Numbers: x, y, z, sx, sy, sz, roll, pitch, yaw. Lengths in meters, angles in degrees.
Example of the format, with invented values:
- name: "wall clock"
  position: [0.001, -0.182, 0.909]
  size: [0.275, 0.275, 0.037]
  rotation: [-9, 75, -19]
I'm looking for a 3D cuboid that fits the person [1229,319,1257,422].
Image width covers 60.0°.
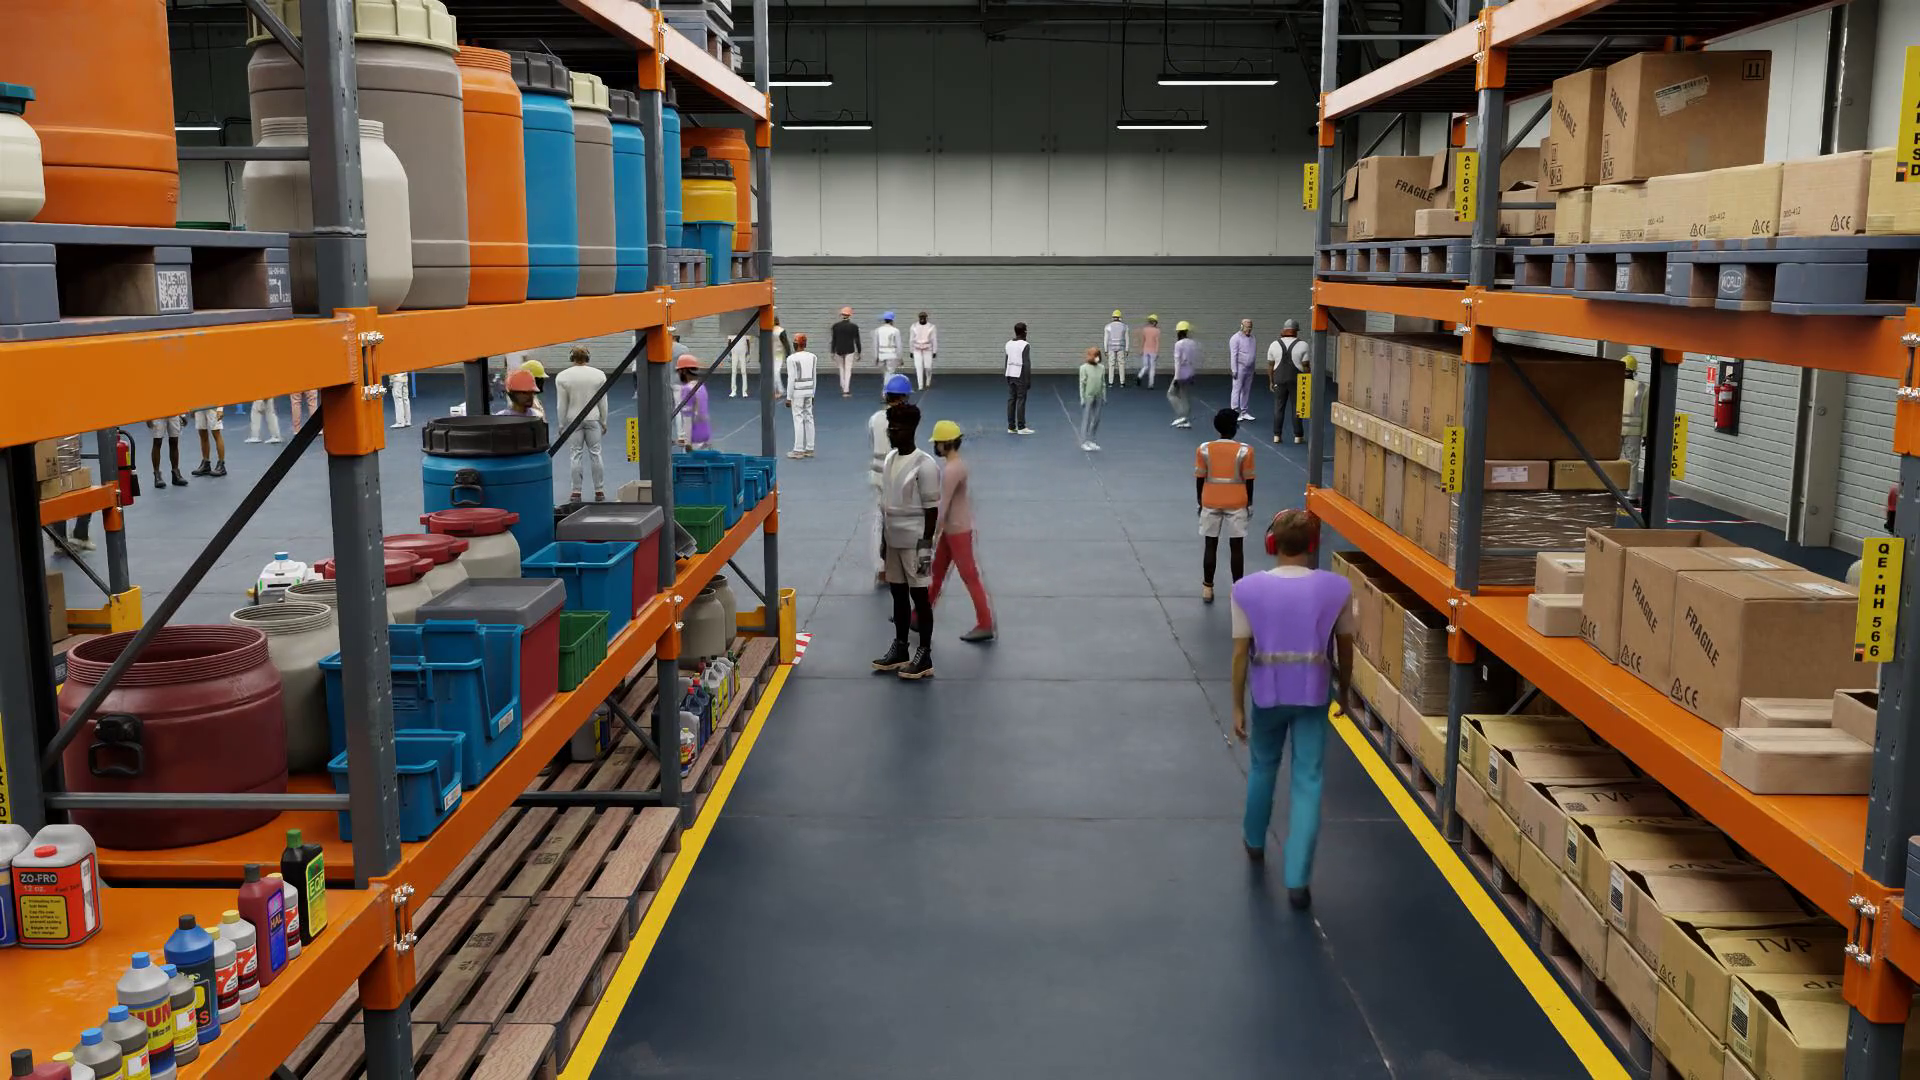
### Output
- name: "person"
  position: [5.330, -3.183, 31.133]
  size: [0.636, 1.902, 0.406]
  rotation: [-8, 12, -40]

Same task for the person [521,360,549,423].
- name: "person"
  position: [-4.500, -0.934, 17.577]
  size: [0.367, 1.926, 0.594]
  rotation: [-2, 10, -12]

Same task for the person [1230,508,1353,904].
- name: "person"
  position: [1.565, 0.742, 7.919]
  size: [0.578, 1.804, 0.836]
  rotation: [2, 10, 9]

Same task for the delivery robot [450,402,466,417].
- name: "delivery robot"
  position: [-8.722, -2.285, 29.621]
  size: [0.477, 0.478, 0.707]
  rotation: [6, 11, 30]

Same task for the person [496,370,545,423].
- name: "person"
  position: [-3.931, -0.537, 15.035]
  size: [1.089, 1.980, 0.633]
  rotation: [7, 12, 35]

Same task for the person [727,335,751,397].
- name: "person"
  position: [-4.872, -4.082, 36.608]
  size: [0.526, 1.871, 0.324]
  rotation: [0, 9, 0]

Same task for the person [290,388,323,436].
- name: "person"
  position: [-11.231, -2.733, 28.421]
  size: [0.652, 1.906, 0.403]
  rotation: [-3, 10, -15]

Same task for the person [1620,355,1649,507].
- name: "person"
  position: [8.057, -1.323, 20.190]
  size: [0.591, 1.834, 0.404]
  rotation: [5, 11, 29]

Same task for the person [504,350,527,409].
- name: "person"
  position: [-8.148, -3.073, 30.657]
  size: [0.527, 1.844, 0.795]
  rotation: [2, 10, 11]

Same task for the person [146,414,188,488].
- name: "person"
  position: [-10.506, -1.679, 22.005]
  size: [0.362, 1.939, 0.542]
  rotation: [8, 12, 39]

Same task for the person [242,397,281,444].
- name: "person"
  position: [-11.427, -2.364, 27.047]
  size: [0.665, 1.614, 0.528]
  rotation: [-2, 10, -14]

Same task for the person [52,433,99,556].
- name: "person"
  position: [-9.020, -0.760, 16.855]
  size: [0.515, 1.825, 0.514]
  rotation: [4, 10, 23]

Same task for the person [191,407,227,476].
- name: "person"
  position: [-10.450, -1.851, 23.038]
  size: [0.548, 1.937, 0.379]
  rotation: [3, 10, 19]

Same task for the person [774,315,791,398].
- name: "person"
  position: [-3.979, -4.030, 36.516]
  size: [0.675, 1.791, 0.900]
  rotation: [7, 12, 35]

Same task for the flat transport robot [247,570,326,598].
- name: "flat transport robot"
  position: [-5.521, 0.375, 14.819]
  size: [1.431, 0.197, 0.652]
  rotation: [-7, 12, -37]

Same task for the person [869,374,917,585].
- name: "person"
  position: [-0.521, -0.562, 15.339]
  size: [0.686, 1.924, 0.645]
  rotation: [-9, 13, -44]

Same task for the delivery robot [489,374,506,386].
- name: "delivery robot"
  position: [-10.014, -3.481, 36.011]
  size: [0.335, 0.223, 0.698]
  rotation: [-5, 11, -29]

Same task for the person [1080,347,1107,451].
- name: "person"
  position: [2.102, -2.243, 26.304]
  size: [0.504, 1.633, 0.280]
  rotation: [-6, 11, -33]

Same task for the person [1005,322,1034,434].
- name: "person"
  position: [1.004, -2.806, 28.816]
  size: [0.398, 1.920, 0.590]
  rotation: [-7, 12, -37]

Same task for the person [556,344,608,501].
- name: "person"
  position: [-4.689, -1.457, 20.675]
  size: [0.627, 1.940, 0.371]
  rotation: [-3, 10, -19]

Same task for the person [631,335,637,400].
- name: "person"
  position: [-6.827, -3.830, 35.620]
  size: [0.546, 1.674, 0.683]
  rotation: [2, 10, 10]

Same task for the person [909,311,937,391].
- name: "person"
  position: [-0.865, -4.394, 38.608]
  size: [0.630, 1.828, 0.516]
  rotation: [1, 9, 4]

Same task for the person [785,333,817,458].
- name: "person"
  position: [-2.416, -2.194, 25.260]
  size: [0.356, 1.883, 0.574]
  rotation: [8, 12, 39]

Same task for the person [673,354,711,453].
- name: "person"
  position: [-3.019, -1.182, 19.147]
  size: [0.627, 1.905, 0.574]
  rotation: [3, 10, 16]

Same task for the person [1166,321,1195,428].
- name: "person"
  position: [3.954, -2.961, 29.786]
  size: [0.478, 1.902, 0.615]
  rotation: [8, 12, 39]

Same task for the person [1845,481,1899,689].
- name: "person"
  position: [4.243, 0.714, 7.441]
  size: [0.617, 2.018, 0.820]
  rotation: [-1, 10, -4]

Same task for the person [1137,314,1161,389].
- name: "person"
  position: [4.400, -4.368, 38.678]
  size: [0.551, 1.739, 0.553]
  rotation: [9, 13, 42]

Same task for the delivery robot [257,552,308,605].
- name: "delivery robot"
  position: [-5.646, 0.345, 13.870]
  size: [0.477, 0.478, 0.707]
  rotation: [-3, 10, -17]

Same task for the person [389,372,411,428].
- name: "person"
  position: [-10.055, -2.827, 29.778]
  size: [0.310, 1.638, 0.522]
  rotation: [2, 10, 13]

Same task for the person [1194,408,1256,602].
- name: "person"
  position: [2.302, -0.303, 14.480]
  size: [0.537, 1.699, 0.321]
  rotation: [3, 10, 19]

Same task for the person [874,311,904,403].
- name: "person"
  position: [-1.450, -3.879, 35.210]
  size: [0.631, 1.921, 0.661]
  rotation: [7, 12, 37]

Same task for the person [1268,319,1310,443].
- name: "person"
  position: [5.430, -2.608, 27.395]
  size: [0.684, 2.000, 0.536]
  rotation: [4, 10, 24]

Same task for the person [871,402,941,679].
- name: "person"
  position: [-0.385, -0.006, 11.905]
  size: [0.366, 1.965, 0.607]
  rotation: [-7, 12, -37]

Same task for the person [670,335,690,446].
- name: "person"
  position: [-4.616, -2.490, 26.870]
  size: [0.635, 1.936, 0.352]
  rotation: [4, 10, 21]

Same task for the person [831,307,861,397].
- name: "person"
  position: [-2.490, -4.185, 36.952]
  size: [0.650, 1.956, 0.900]
  rotation: [2, 10, 14]

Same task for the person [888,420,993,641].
- name: "person"
  position: [-0.152, -0.064, 13.001]
  size: [0.907, 1.721, 0.531]
  rotation: [0, 9, 2]

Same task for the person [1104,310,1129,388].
- name: "person"
  position: [3.716, -4.539, 39.462]
  size: [0.594, 1.828, 0.403]
  rotation: [1, 10, 7]
